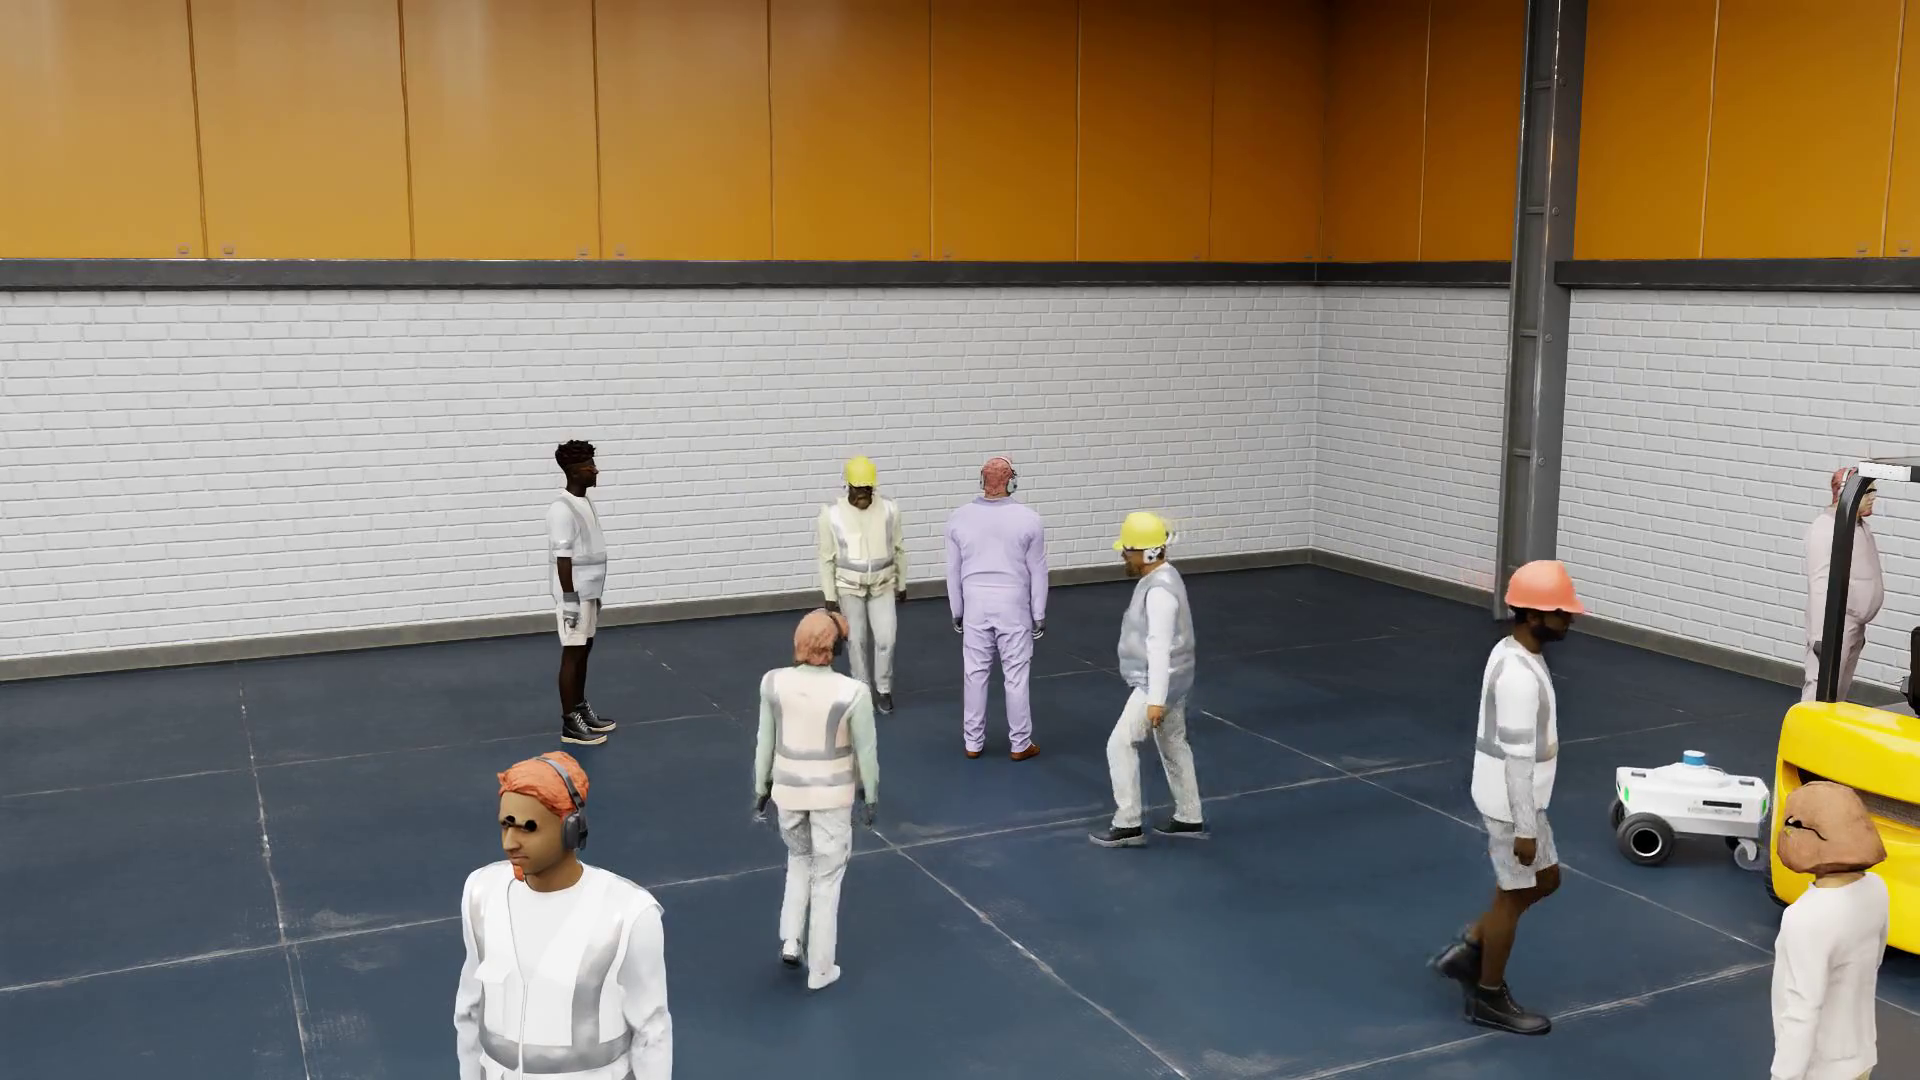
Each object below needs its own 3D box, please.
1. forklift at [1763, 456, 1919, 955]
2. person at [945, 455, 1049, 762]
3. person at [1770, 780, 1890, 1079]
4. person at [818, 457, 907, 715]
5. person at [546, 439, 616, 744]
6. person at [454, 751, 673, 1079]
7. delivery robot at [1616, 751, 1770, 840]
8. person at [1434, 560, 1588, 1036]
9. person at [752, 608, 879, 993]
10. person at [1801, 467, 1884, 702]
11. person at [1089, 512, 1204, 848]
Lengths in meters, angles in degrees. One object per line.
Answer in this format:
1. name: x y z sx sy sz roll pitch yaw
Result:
1. forklift: 4.857 0.731 7.561 2.313 2.155 1.214 -4 10 -25
2. person: 0.241 0.428 10.330 0.642 1.908 0.407 3 9 15
3. person: 2.404 1.476 4.670 0.507 1.631 0.273 -7 12 -38
4. person: -0.653 0.322 11.296 0.624 1.804 0.445 -2 9 -13
5. person: -2.462 0.327 10.771 0.363 1.966 0.610 0 9 1
6. person: -0.991 1.442 4.110 0.584 1.882 0.345 3 10 20
7. delivery robot: 3.781 1.334 8.599 0.707 0.478 0.477 3 10 16
8. person: 2.219 1.022 6.581 0.418 1.922 0.559 3 10 19
9. person: -0.601 1.095 7.047 0.550 1.622 0.395 3 10 18
10. person: 5.180 0.518 9.772 0.409 1.908 0.639 9 12 43
11. person: 0.968 0.742 8.739 0.741 1.790 0.642 1 9 8
